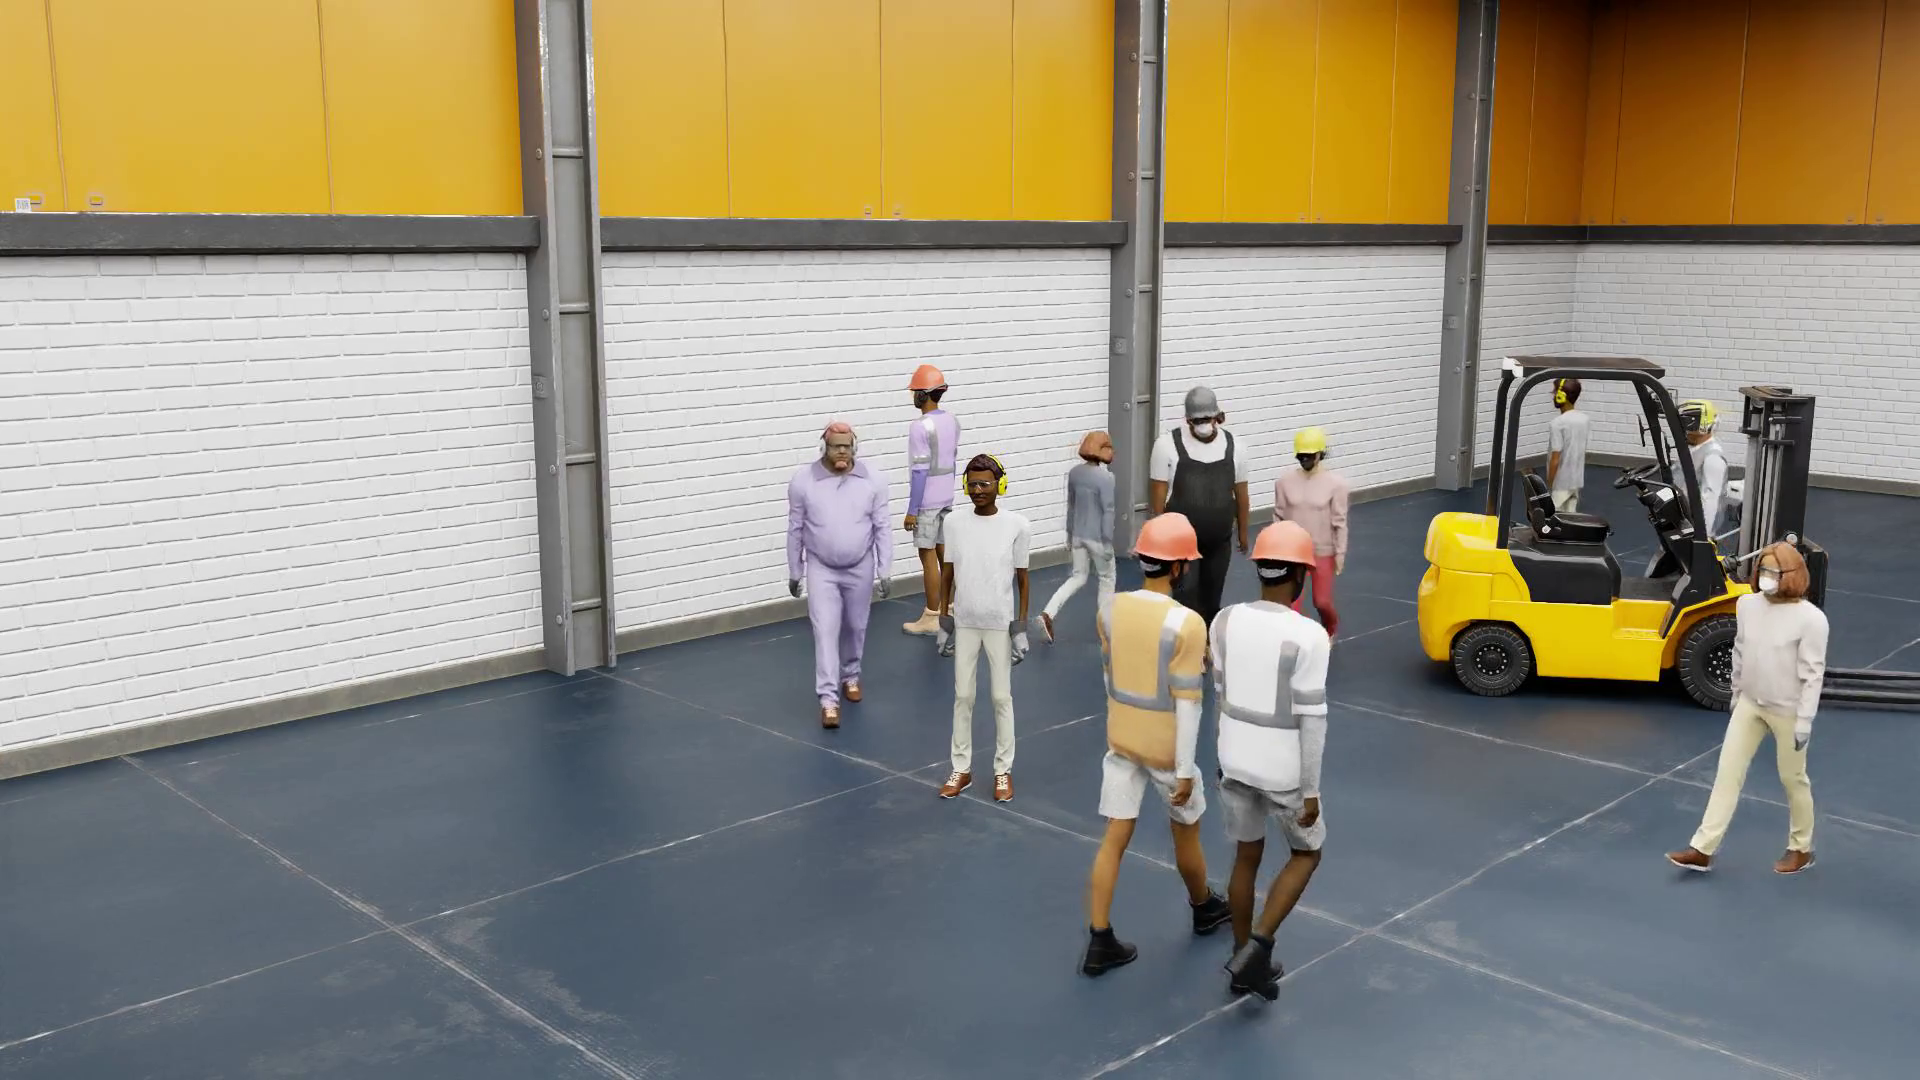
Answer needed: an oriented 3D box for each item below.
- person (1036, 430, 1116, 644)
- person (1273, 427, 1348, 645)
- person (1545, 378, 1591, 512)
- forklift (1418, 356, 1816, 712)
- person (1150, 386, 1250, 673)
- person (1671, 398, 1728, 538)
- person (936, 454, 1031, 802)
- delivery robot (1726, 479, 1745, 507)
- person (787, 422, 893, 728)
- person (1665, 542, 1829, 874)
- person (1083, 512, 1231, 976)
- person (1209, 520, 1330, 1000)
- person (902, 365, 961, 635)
[{"bbox_3d":[0.908,-0.008,12.190,0.707,1.606,0.501,-8,13,-36],"label":"person"},{"bbox_3d":[2.431,0.058,11.495,0.528,1.728,0.793,5,12,25],"label":"person"},{"bbox_3d":[4.966,-0.425,13.736,0.555,1.869,0.325,-8,13,-36],"label":"person"},{"bbox_3d":[4.276,-0.101,11.076,2.313,2.155,1.214,2,11,13],"label":"forklift"},{"bbox_3d":[1.675,-0.097,11.472,0.718,2.000,0.776,-2,11,-8],"label":"person"},{"bbox_3d":[5.450,-0.147,12.355,0.412,1.816,0.621,1,10,4],"label":"person"},{"bbox_3d":[0.120,0.468,8.872,0.511,1.868,0.328,2,11,12],"label":"person"},{"bbox_3d":[8.289,-0.473,17.324,0.477,0.478,0.707,0,10,-1],"label":"delivery robot"},{"bbox_3d":[-0.744,0.182,10.459,0.660,1.861,0.923,-2,11,-11],"label":"person"},{"bbox_3d":[3.737,0.806,7.769,0.766,1.595,0.524,-5,11,-25],"label":"person"},{"bbox_3d":[0.840,0.817,6.907,0.561,1.890,0.945,9,14,41],"label":"person"},{"bbox_3d":[1.204,0.878,6.511,0.550,1.910,0.475,10,14,42],"label":"person"},{"bbox_3d":[-0.238,-0.299,12.567,0.377,2.045,0.605,5,12,27],"label":"person"}]
